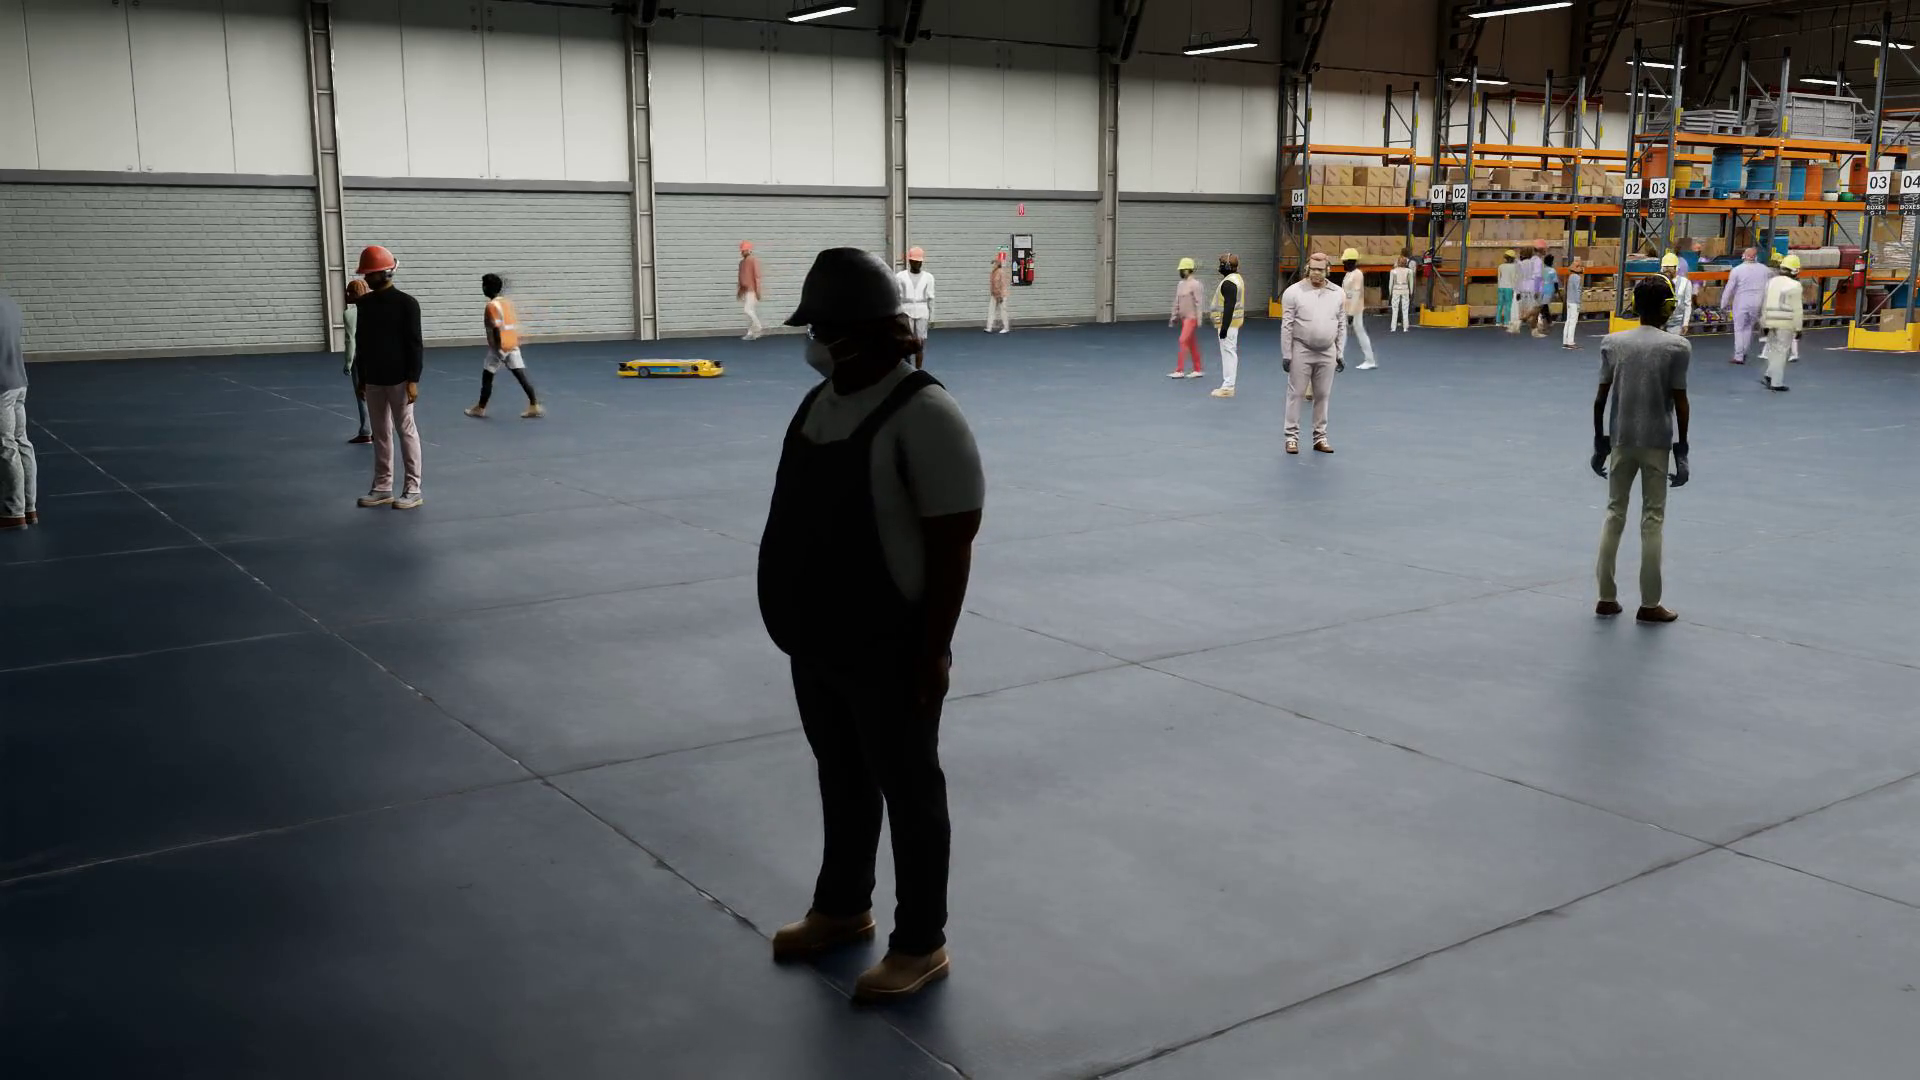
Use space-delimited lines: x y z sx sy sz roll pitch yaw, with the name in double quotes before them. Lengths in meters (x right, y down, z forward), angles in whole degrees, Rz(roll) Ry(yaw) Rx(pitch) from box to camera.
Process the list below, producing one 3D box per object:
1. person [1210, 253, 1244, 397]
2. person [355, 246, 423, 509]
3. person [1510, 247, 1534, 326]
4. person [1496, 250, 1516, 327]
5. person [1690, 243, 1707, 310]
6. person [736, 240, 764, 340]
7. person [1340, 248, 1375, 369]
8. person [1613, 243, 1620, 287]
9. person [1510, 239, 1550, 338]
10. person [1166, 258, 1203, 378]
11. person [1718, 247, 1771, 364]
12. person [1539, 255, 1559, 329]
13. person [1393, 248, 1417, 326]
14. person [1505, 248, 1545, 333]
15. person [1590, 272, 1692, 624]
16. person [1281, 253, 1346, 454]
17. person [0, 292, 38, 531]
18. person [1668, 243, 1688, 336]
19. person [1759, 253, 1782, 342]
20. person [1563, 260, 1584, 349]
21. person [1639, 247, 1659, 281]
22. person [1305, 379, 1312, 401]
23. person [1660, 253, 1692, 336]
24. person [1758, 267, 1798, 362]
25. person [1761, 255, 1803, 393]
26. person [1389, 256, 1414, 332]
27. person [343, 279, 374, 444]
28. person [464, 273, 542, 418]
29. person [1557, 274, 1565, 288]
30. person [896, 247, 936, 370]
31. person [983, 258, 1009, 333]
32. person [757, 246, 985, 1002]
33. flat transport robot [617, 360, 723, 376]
"person" 3.444 -2.767 21.478 0.429 1.844 0.626 3 11 14
"person" -4.361 -1.228 12.645 0.610 1.985 0.392 5 11 25
"person" 12.946 -5.785 38.061 0.974 1.829 0.596 -7 13 -35
"person" 12.476 -5.721 37.905 0.341 1.757 0.518 -6 12 -32
"person" 18.100 -6.344 40.947 0.977 1.902 0.552 -8 13 -36
"person" -4.225 -4.965 33.132 0.426 1.977 0.633 -8 13 -37
"person" 6.045 -3.578 25.828 0.980 1.871 0.604 -1 10 -7
"person" 19.142 -7.691 48.348 0.344 1.882 0.584 0 10 -2
"person" 11.630 -5.107 33.819 0.659 2.026 0.614 2 10 10
"person" 3.236 -3.209 24.183 0.785 1.737 0.525 -4 11 -21
"person" 12.743 -3.806 27.051 0.776 1.874 0.600 0 10 -2
"person" 13.027 -5.482 36.854 0.891 1.644 0.548 -6 12 -29
"person" 10.232 -5.815 38.297 0.573 1.802 0.500 2 11 13
"person" 12.116 -5.319 35.550 0.633 1.820 0.797 -7 13 -35
"person" 3.640 -0.486 8.896 0.309 1.868 0.535 -10 14 -43
"person" 3.376 -1.768 15.840 0.642 1.902 0.399 -2 10 -9
"person" -6.757 -1.027 11.670 0.373 1.941 0.627 -2 10 -8
"person" 14.326 -4.979 33.381 0.502 1.916 0.649 -2 11 -12
"person" 15.978 -4.766 32.717 0.313 1.739 0.485 10 14 42
"person" 11.337 -4.340 30.670 0.273 1.631 0.507 0 10 0
"person" 15.343 -5.572 36.858 0.448 1.831 0.637 -9 14 -40
"person" 4.426 -2.533 20.798 0.513 1.622 0.405 5 11 24
"person" 9.601 -2.971 22.617 0.600 1.831 0.404 6 12 28
"person" 13.663 -3.754 27.576 0.532 1.590 0.881 -2 10 -8
"person" 10.879 -2.845 21.956 0.430 1.818 0.622 -2 11 -11
"person" 9.518 -5.300 35.910 0.523 1.640 0.306 2 10 9
"person" -5.967 -1.779 16.628 0.279 1.633 0.501 4 11 20
"person" -5.189 -2.195 18.871 0.897 1.645 0.522 2 11 10
"person" 16.105 -7.007 44.927 0.326 1.767 0.533 -7 13 -34
"person" -0.621 -3.117 23.189 0.568 1.911 0.579 -1 10 -5
"person" 0.778 -5.168 35.290 0.808 1.587 0.532 -9 13 -39
"person" -0.288 0.225 4.522 0.535 2.000 0.686 -8 13 -38
"flat transport robot" -4.286 -2.555 24.616 1.431 0.197 0.652 1 10 3
